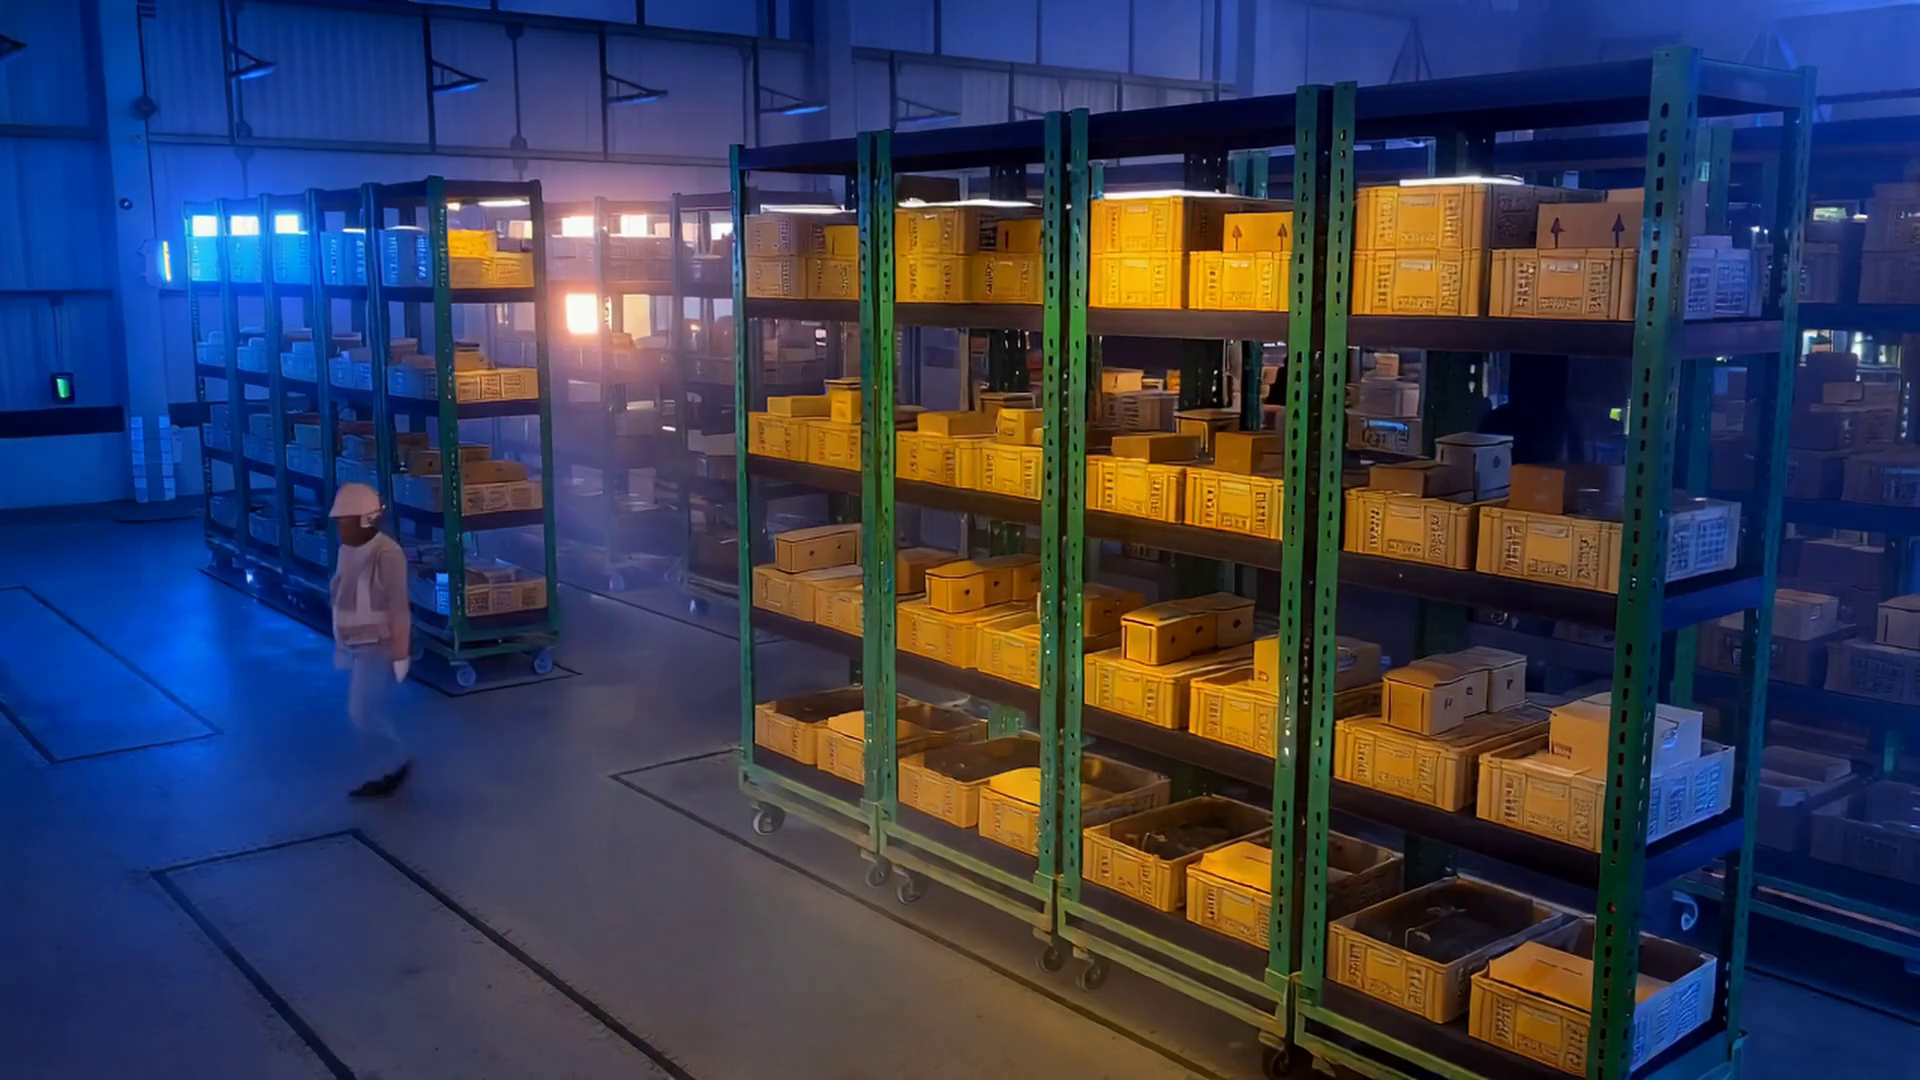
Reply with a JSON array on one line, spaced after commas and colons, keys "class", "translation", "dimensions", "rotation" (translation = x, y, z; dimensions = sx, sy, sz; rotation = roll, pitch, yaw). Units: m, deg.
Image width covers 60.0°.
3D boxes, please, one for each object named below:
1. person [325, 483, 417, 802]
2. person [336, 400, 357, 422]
[{"class": "person", "translation": [-3.305, 0.582, 9.272], "dimensions": [0.615, 1.813, 0.437], "rotation": [9, 13, 43]}, {"class": "person", "translation": [-6.163, -0.686, 16.847], "dimensions": [0.391, 1.838, 0.563], "rotation": [-2, 10, -14]}]
